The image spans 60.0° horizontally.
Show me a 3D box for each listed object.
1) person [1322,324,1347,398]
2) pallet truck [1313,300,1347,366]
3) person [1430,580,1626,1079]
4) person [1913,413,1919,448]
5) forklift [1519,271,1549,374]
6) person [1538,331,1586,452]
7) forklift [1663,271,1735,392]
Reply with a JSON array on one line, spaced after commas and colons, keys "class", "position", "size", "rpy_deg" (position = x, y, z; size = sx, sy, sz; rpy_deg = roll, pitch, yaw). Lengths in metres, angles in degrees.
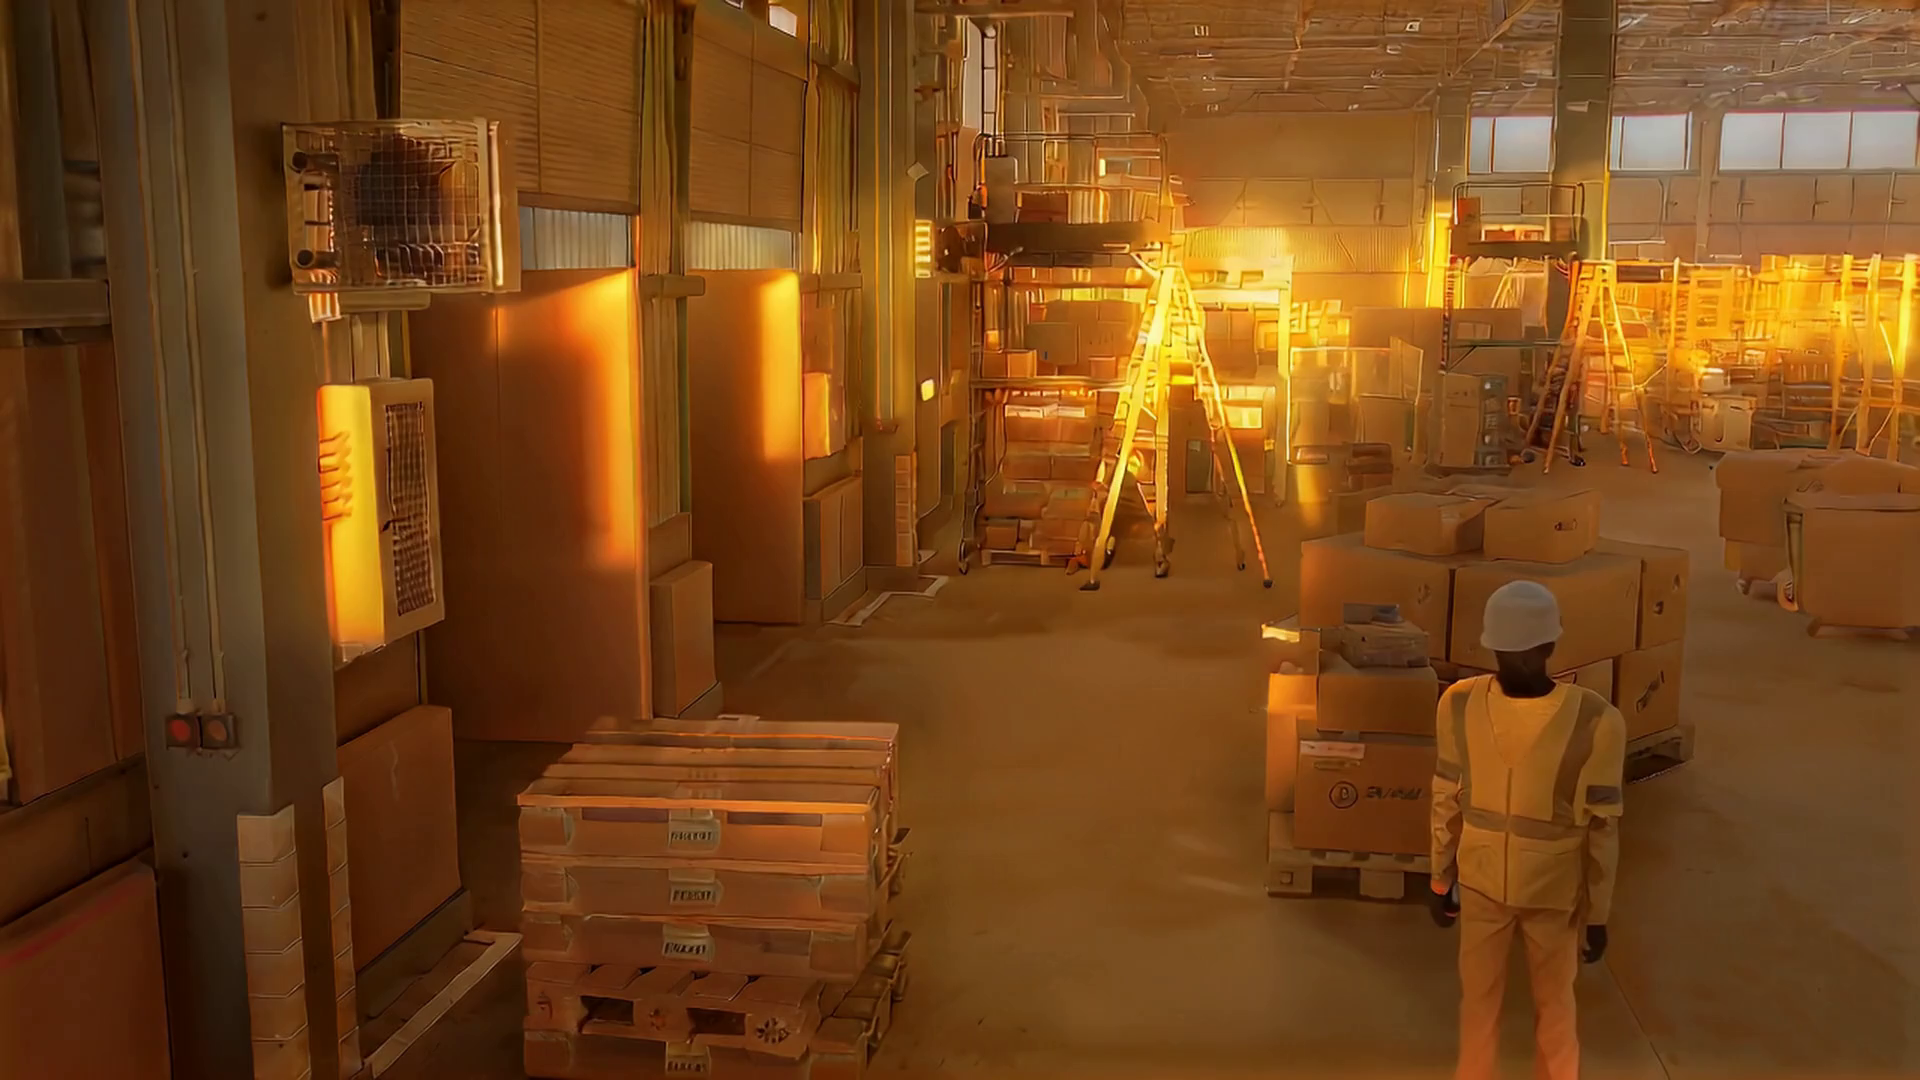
[{"class": "person", "position": [8.409, -4.026, 37.372], "size": [0.534, 1.654, 0.881], "rpy_deg": [4, 10, 23]}, {"class": "pallet truck", "position": [11.159, -6.200, 49.718], "size": [0.823, 1.965, 1.885], "rpy_deg": [4, 10, 26]}, {"class": "person", "position": [1.727, 1.064, 5.170], "size": [0.588, 1.918, 0.399], "rpy_deg": [7, 11, 36]}, {"class": "person", "position": [15.618, -2.339, 26.727], "size": [0.347, 1.735, 0.482], "rpy_deg": [9, 13, 43]}, {"class": "forklift", "position": [15.943, -6.001, 45.779], "size": [1.873, 2.768, 1.129], "rpy_deg": [-3, 10, -17]}, {"class": "person", "position": [9.626, -2.380, 26.453], "size": [0.552, 1.911, 0.899], "rpy_deg": [-4, 10, -22]}, {"class": "forklift", "position": [17.136, -4.766, 38.159], "size": [1.873, 2.768, 1.129], "rpy_deg": [-8, 12, -41]}]
